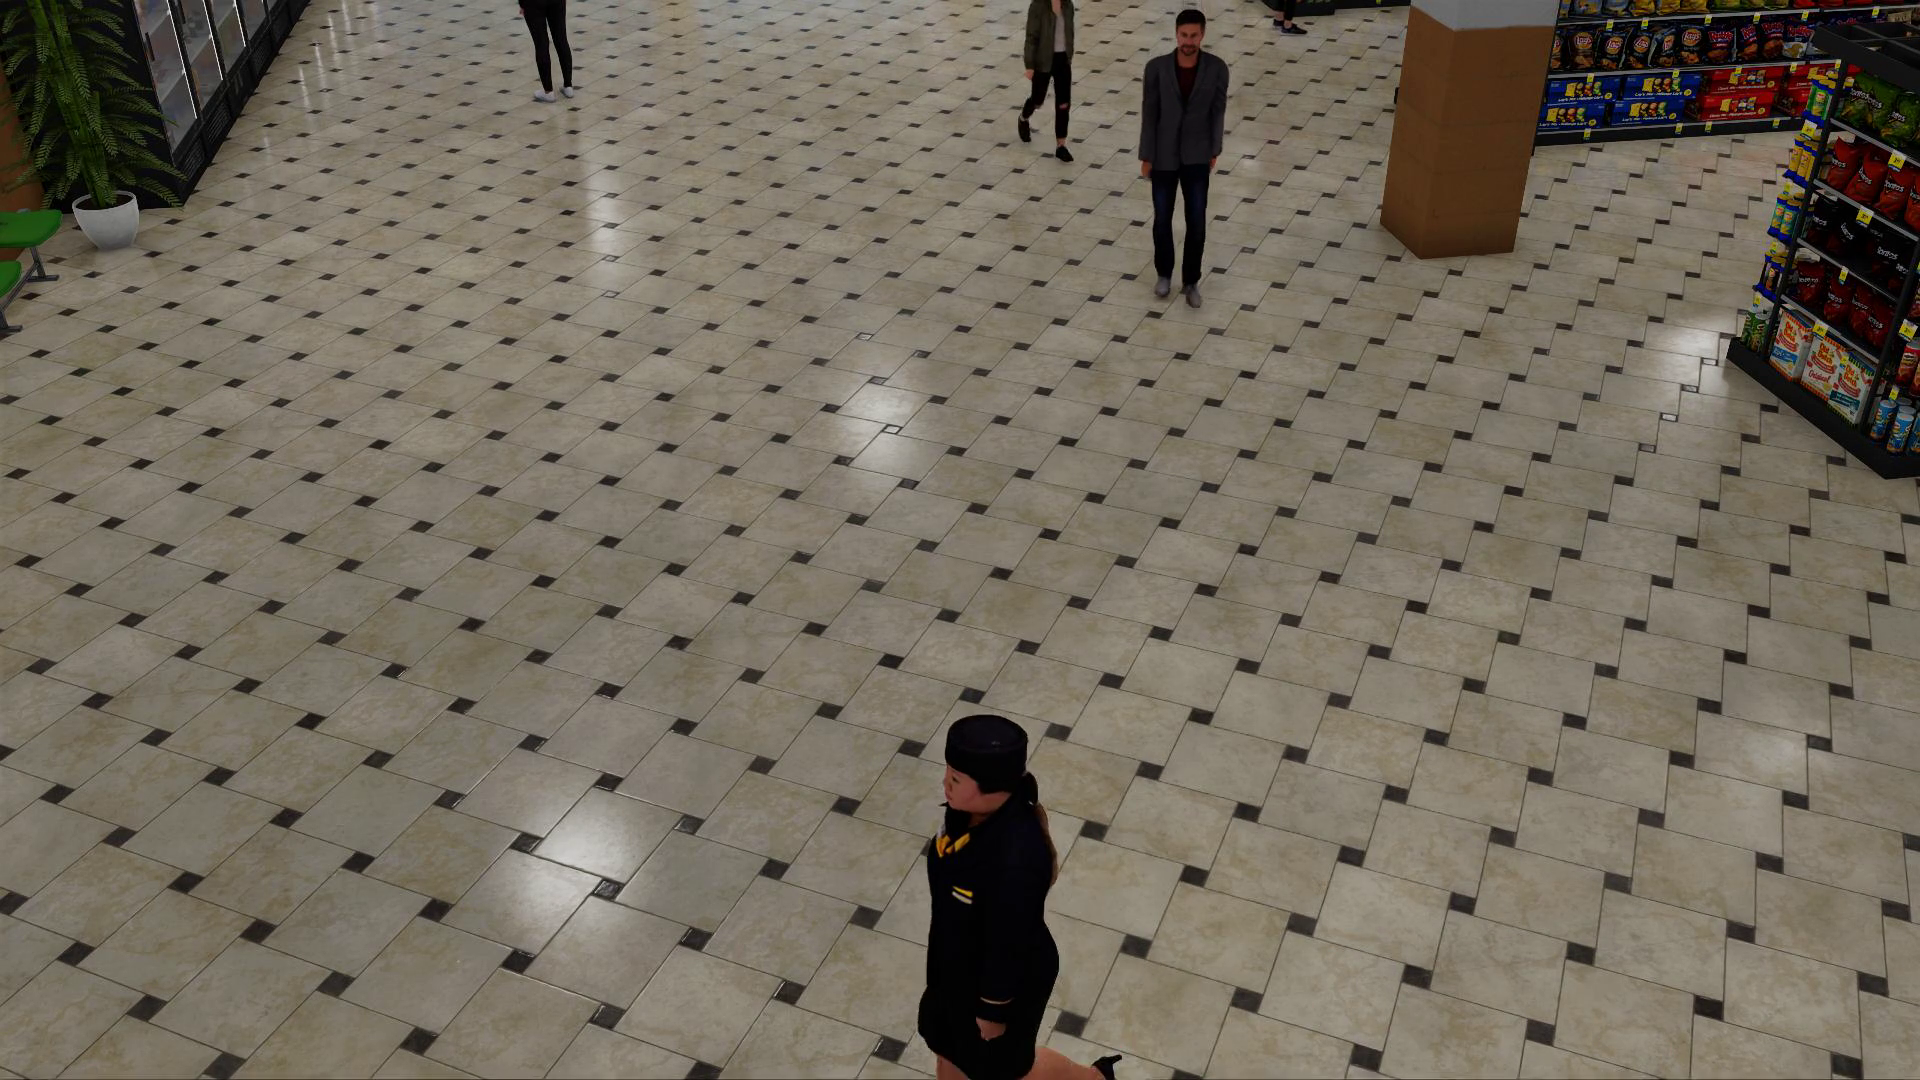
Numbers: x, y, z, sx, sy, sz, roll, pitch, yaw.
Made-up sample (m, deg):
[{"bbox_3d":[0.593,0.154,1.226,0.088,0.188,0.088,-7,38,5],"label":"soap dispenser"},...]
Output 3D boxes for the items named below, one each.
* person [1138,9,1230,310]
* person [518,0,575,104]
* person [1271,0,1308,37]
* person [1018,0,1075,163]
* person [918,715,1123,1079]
[{"bbox_3d":[1.387,-2.429,10.492,0.784,1.853,0.855,5,32,8],"label":"person"},{"bbox_3d":[-3.534,-4.586,14.115,0.628,1.686,0.751,-22,38,-31],"label":"person"},{"bbox_3d":[3.222,-5.728,15.941,0.577,1.697,0.591,-3,32,-5],"label":"person"},{"bbox_3d":[0.670,-3.722,12.947,0.967,1.454,0.814,-13,34,-20],"label":"person"},{"bbox_3d":[0.163,1.227,4.805,1.000,1.653,0.786,-10,33,-15],"label":"person"}]
